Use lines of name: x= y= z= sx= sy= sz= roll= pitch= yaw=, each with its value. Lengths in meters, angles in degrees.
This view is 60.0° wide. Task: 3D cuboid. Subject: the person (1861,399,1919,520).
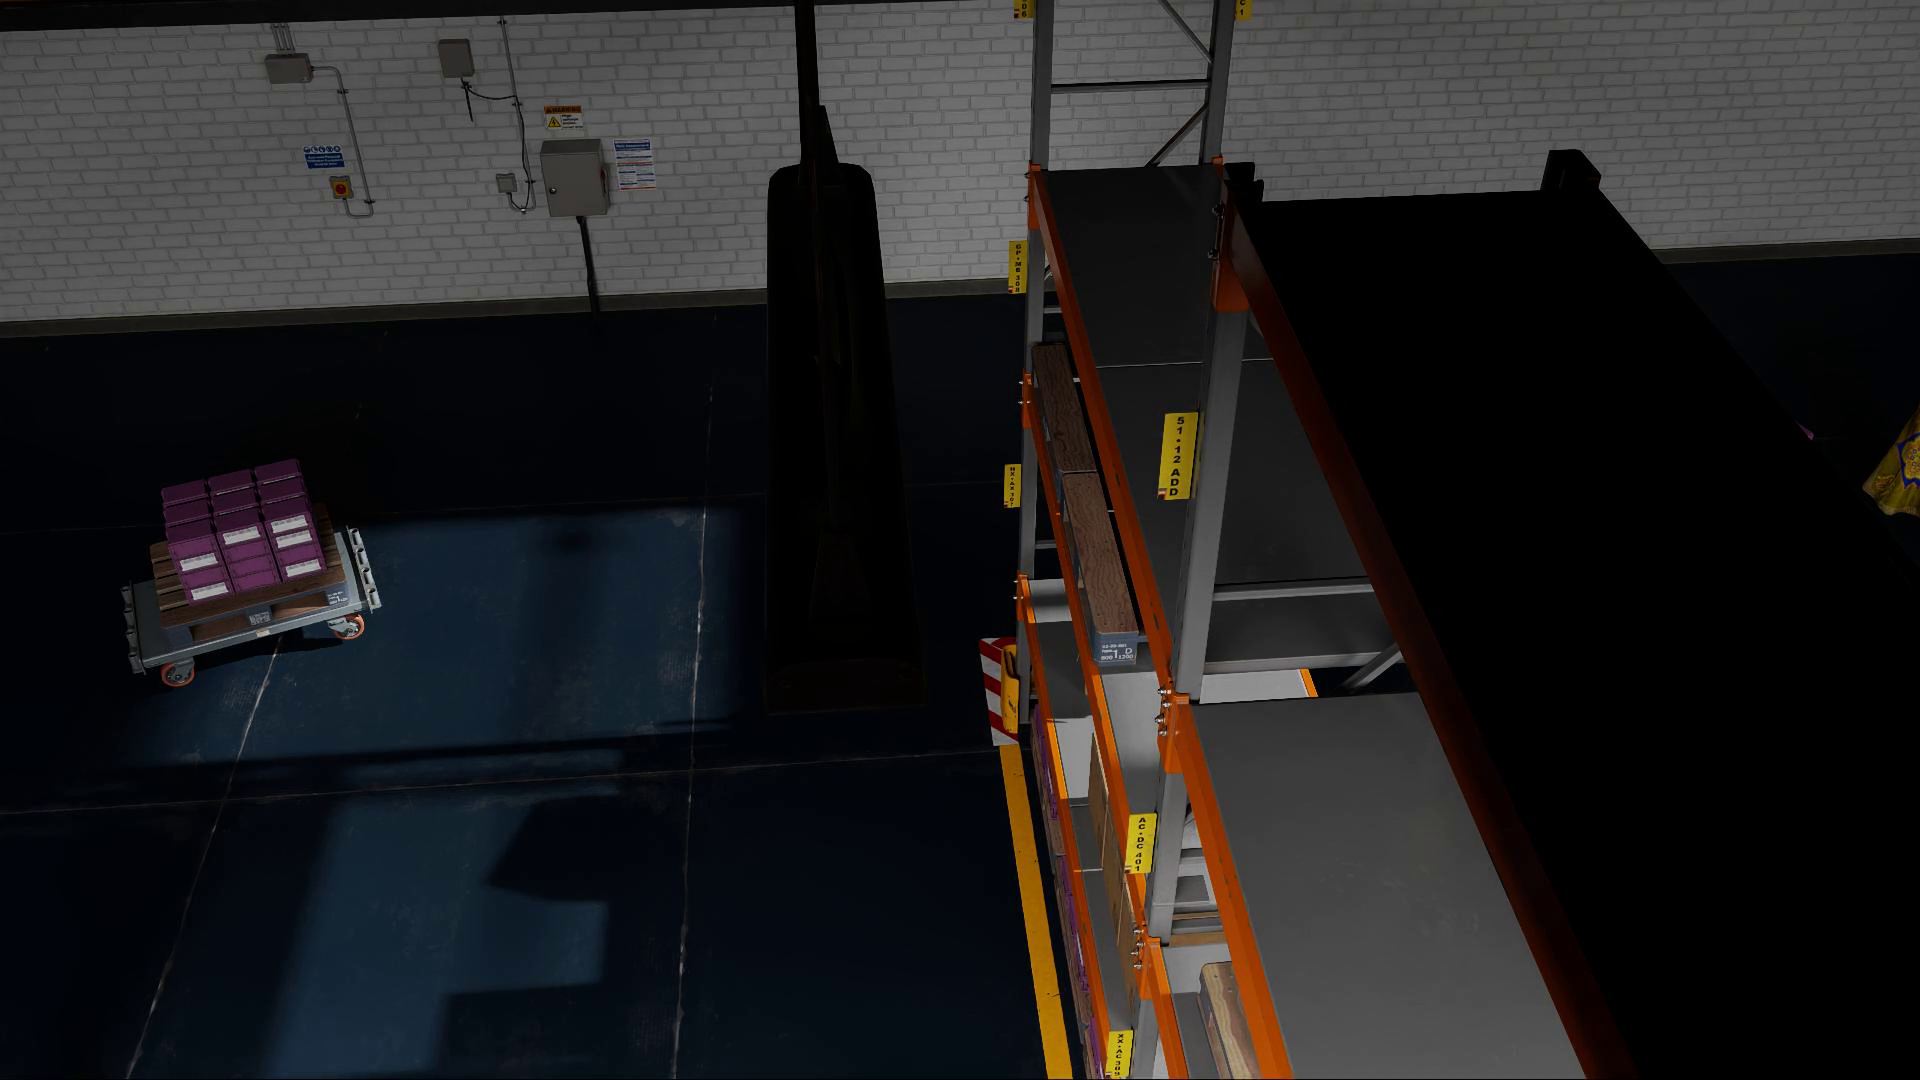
person: x=7.460 y=-0.869 z=12.609 sx=0.999 sy=1.660 sz=1.030 roll=22 pitch=43 yaw=25
